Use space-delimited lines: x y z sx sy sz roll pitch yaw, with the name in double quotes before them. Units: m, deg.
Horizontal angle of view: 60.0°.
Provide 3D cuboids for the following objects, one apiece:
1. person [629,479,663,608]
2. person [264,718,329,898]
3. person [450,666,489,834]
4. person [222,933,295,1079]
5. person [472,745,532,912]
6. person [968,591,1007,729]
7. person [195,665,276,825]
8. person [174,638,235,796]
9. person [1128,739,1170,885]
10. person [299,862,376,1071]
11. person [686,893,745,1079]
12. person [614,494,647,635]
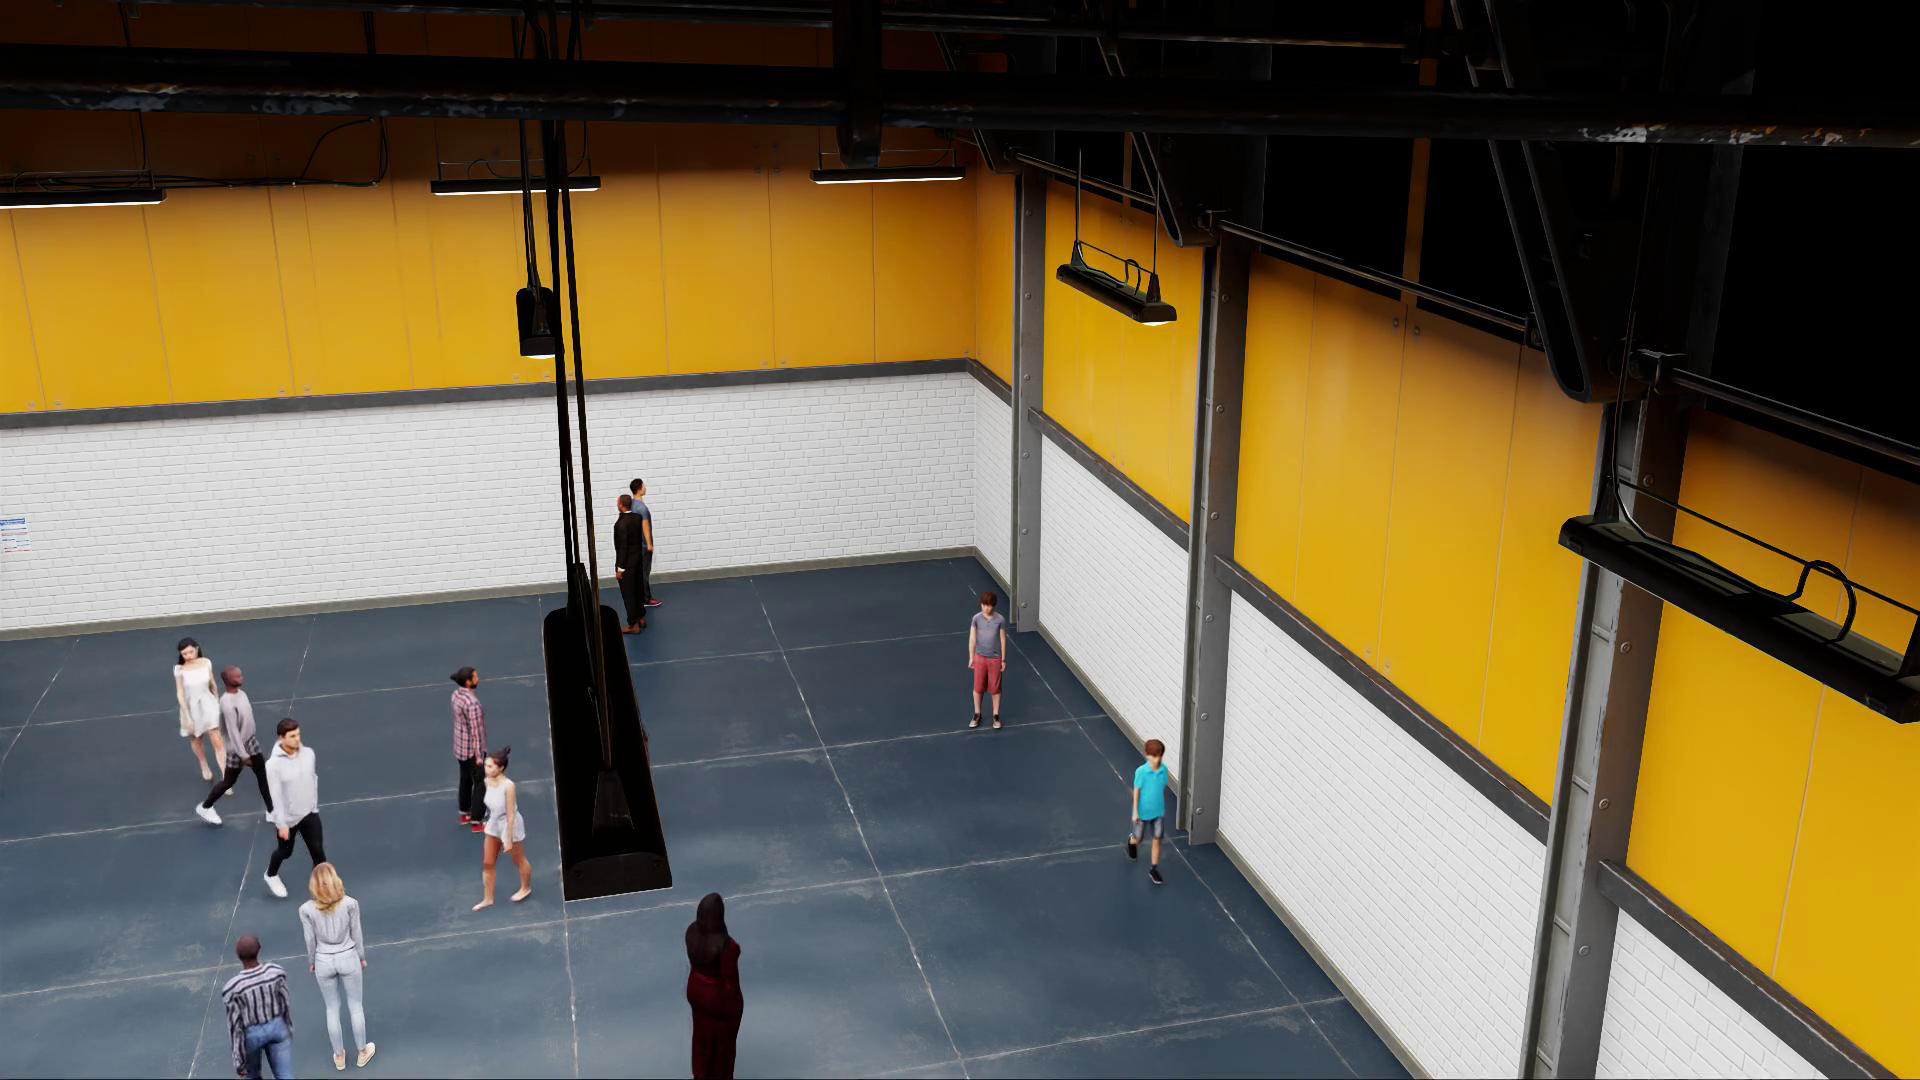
"person" -4.427 0.020 23.066 0.778 1.810 0.598 -12 22 -31
"person" -6.249 2.536 15.464 1.294 1.893 1.184 12 22 32
"person" -4.978 2.115 16.925 0.843 1.759 0.677 -15 24 -37
"person" -5.040 3.733 12.159 1.032 1.736 1.280 -17 25 -41
"person" -4.201 2.659 15.572 0.867 1.593 0.912 13 22 33
"person" 0.329 1.370 19.309 0.665 1.651 0.653 3 19 7
"person" -7.427 2.125 16.927 0.913 1.739 1.195 1 19 2
"person" -8.159 1.852 17.754 0.923 1.730 1.208 -15 24 -37
"person" 1.807 2.570 16.081 0.527 1.436 0.812 -5 19 -14
"person" -4.925 3.363 13.165 0.592 1.794 0.515 -4 19 -12
"person" -1.901 3.508 12.790 0.769 1.758 0.847 14 23 35
"person" -4.383 0.300 22.089 0.852 1.905 0.753 6 20 18
